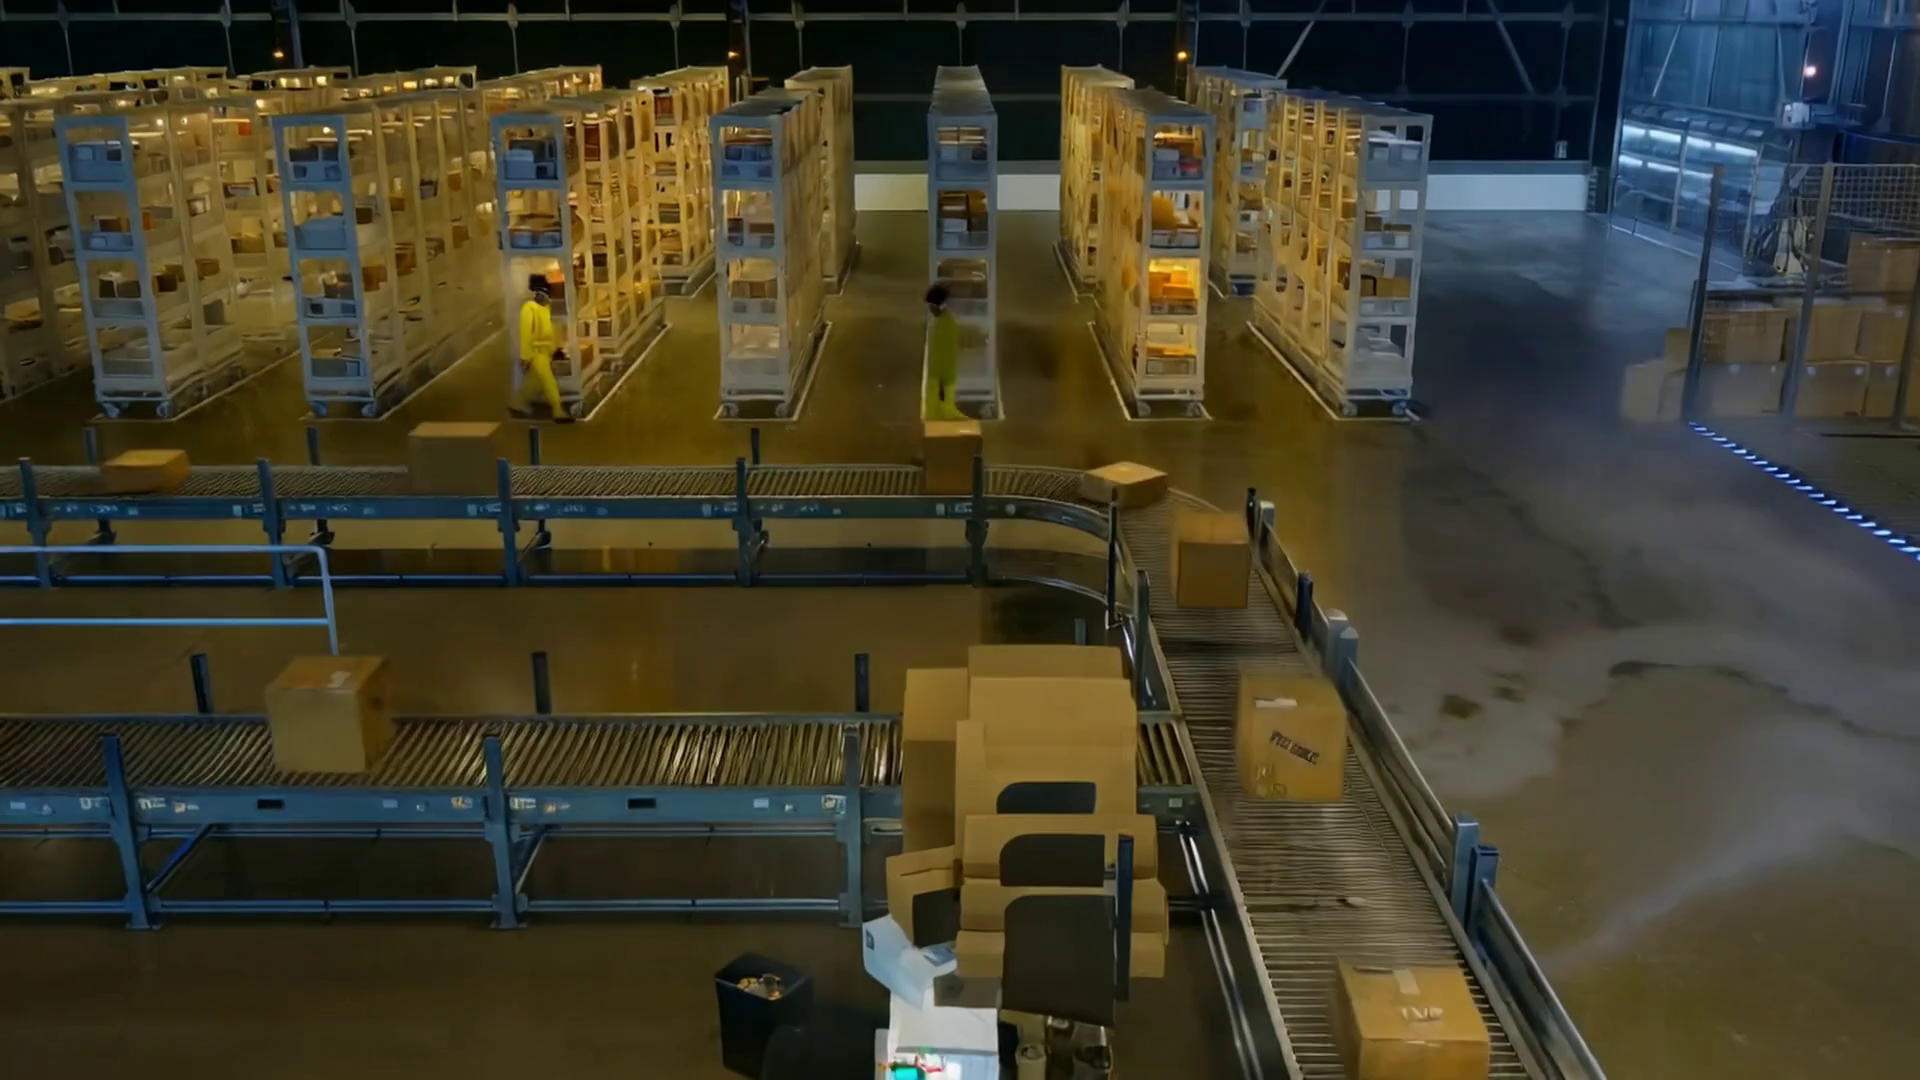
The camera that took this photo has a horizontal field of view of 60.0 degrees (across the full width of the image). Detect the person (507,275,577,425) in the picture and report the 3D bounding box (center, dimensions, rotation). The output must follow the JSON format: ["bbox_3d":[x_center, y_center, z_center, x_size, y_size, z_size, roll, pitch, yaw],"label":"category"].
[{"bbox_3d":[-5.037,-2.257,19.703,0.878,1.794,0.582,2,18,7],"label":"person"}]

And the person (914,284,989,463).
[{"bbox_3d":[-0.113,-1.778,17.926,0.718,1.975,0.625,5,19,14],"label":"person"}]
